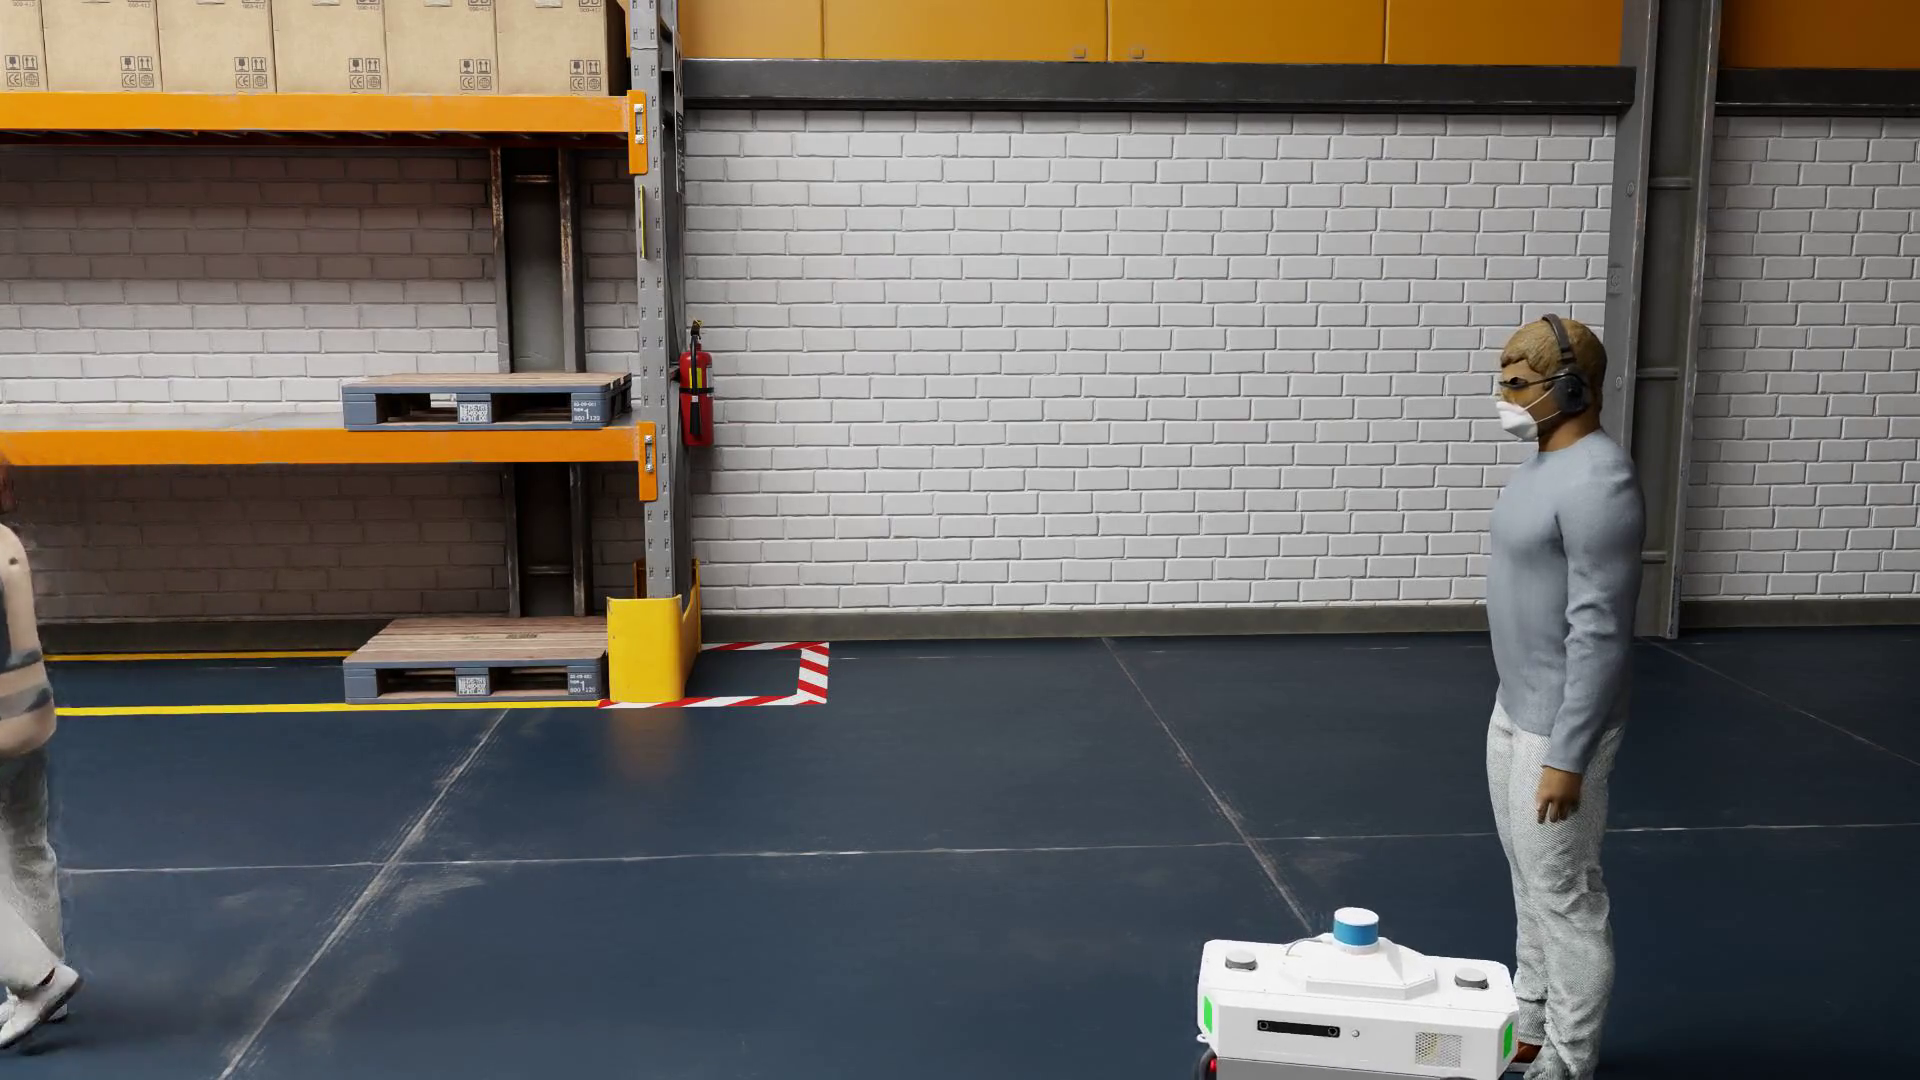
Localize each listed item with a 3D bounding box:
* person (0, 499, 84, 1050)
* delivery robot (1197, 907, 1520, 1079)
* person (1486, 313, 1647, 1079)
[{"bbox_3d":[-2.556,0.530,4.331,0.369,1.629,0.529,-2,9,-12],"label":"person"},{"bbox_3d":[0.905,1.095,3.841,0.707,0.478,0.477,2,9,12],"label":"delivery robot"},{"bbox_3d":[1.394,0.437,3.948,0.373,1.935,0.628,1,9,6],"label":"person"}]
